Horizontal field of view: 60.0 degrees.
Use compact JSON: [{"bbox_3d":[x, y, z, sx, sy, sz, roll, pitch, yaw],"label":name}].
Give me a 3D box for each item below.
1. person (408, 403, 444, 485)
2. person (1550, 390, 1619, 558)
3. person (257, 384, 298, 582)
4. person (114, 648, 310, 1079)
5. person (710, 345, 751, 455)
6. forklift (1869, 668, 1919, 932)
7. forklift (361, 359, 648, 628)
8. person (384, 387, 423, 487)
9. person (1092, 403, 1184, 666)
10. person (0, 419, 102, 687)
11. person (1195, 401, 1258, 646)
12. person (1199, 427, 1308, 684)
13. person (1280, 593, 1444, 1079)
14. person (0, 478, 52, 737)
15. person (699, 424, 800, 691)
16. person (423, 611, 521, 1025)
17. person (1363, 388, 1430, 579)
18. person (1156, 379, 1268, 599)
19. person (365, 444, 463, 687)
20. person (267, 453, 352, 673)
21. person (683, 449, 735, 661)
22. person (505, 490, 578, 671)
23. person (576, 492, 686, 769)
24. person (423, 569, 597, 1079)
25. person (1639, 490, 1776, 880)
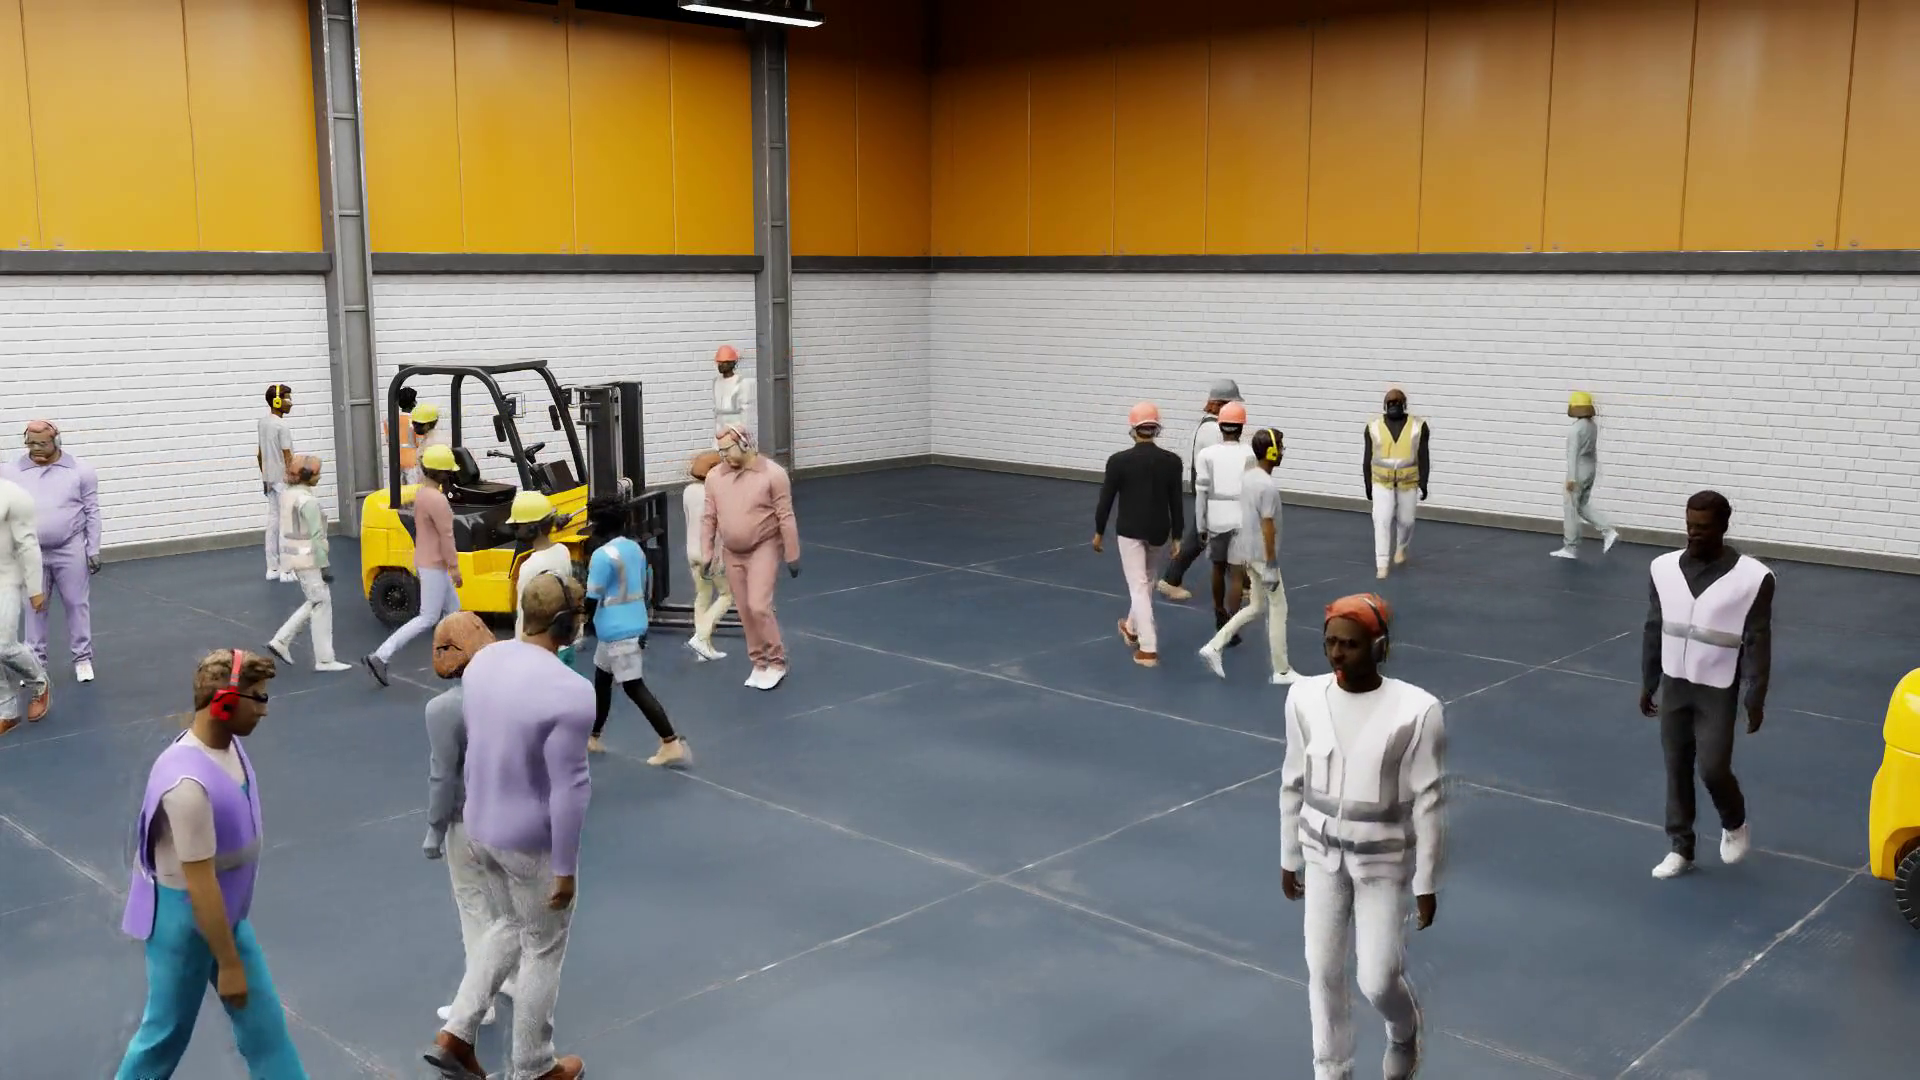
[{"bbox_3d":[-4.844,-0.377,15.118,0.611,1.736,0.602,-5,11,-29],"label":"person"},{"bbox_3d":[6.352,-0.653,16.865,0.557,1.730,0.490,9,13,44],"label":"person"},{"bbox_3d":[-6.434,-0.538,15.754,0.535,1.862,0.312,7,12,38],"label":"person"},{"bbox_3d":[-2.352,1.221,5.241,0.968,1.782,0.579,-1,9,-7],"label":"person"},{"bbox_3d":[-2.778,-1.328,20.068,0.602,2.028,0.518,6,11,32],"label":"person"},{"bbox_3d":[5.205,0.723,7.013,2.313,2.155,1.214,9,13,43],"label":"forklift"},{"bbox_3d":[-3.850,-0.407,13.936,2.313,2.155,1.214,2,9,11],"label":"forklift"},{"bbox_3d":[-5.934,-0.797,17.878,0.530,1.689,0.322,3,10,19],"label":"person"},{"bbox_3d":[1.349,-0.066,12.612,0.627,1.938,1.022,-3,10,-15],"label":"person"},{"bbox_3d":[-6.453,0.086,11.822,0.642,1.900,0.399,-3,10,-20],"label":"person"},{"bbox_3d":[2.177,-0.151,13.273,0.567,1.899,0.922,3,10,17],"label":"person"},{"bbox_3d":[2.120,0.123,11.747,0.764,1.850,0.546,-2,9,-11],"label":"person"},{"bbox_3d":[1.384,1.093,5.718,0.591,1.870,0.533,7,12,37],"label":"person"},{"bbox_3d":[-6.096,0.300,10.459,0.629,1.919,0.474,1,9,4],"label":"person"},{"bbox_3d":[-1.515,0.125,11.692,0.687,1.872,0.536,4,10,25],"label":"person"},{"bbox_3d":[-1.893,1.081,6.530,0.283,1.633,0.498,5,11,28],"label":"person"},{"bbox_3d":[4.214,-0.566,16.090,0.626,1.822,0.806,2,10,14],"label":"person"},{"bbox_3d":[2.238,-0.466,14.769,0.988,2.000,0.691,2,9,12],"label":"person"},{"bbox_3d":[-3.797,0.178,11.767,0.809,1.727,0.517,-5,11,-29],"label":"person"},{"bbox_3d":[-4.755,0.175,12.105,0.460,1.628,0.514,-6,11,-32],"label":"person"},{"bbox_3d":[-1.883,0.127,12.428,0.499,1.619,0.369,8,12,42],"label":"person"},{"bbox_3d":[-2.276,0.601,9.102,0.336,1.761,0.540,2,9,11],"label":"person"},{"bbox_3d":[-2.002,0.533,9.869,0.869,1.648,0.526,1,9,8],"label":"person"},{"bbox_3d":[-1.539,1.056,5.831,0.647,1.911,0.555,7,12,37],"label":"person"},{"bbox_3d":[3.591,0.699,8.027,0.481,1.906,0.600,-7,12,-39],"label":"person"}]
